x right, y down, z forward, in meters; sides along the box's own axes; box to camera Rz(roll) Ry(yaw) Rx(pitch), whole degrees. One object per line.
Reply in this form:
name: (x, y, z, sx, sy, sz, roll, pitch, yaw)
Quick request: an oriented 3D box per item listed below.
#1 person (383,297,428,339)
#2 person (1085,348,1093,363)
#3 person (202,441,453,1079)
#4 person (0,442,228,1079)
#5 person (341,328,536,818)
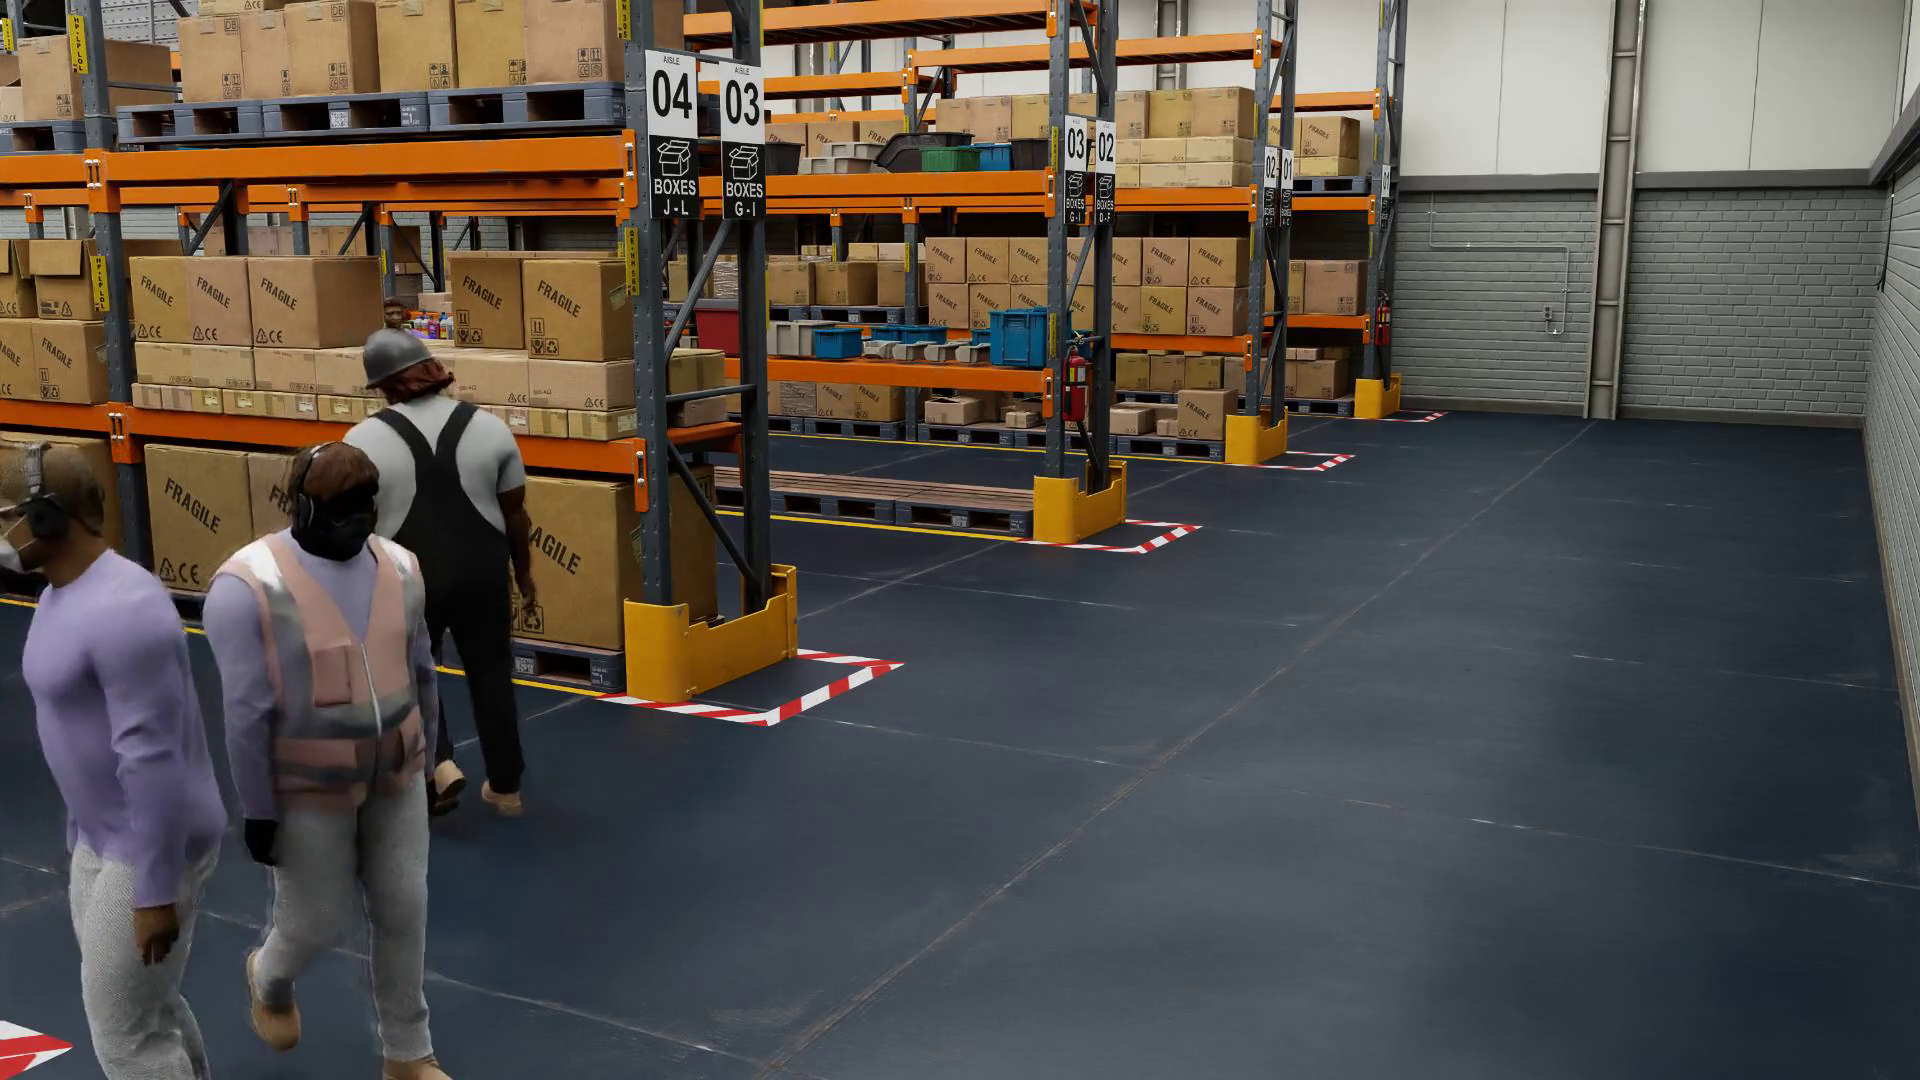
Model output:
person: (-4.757, -1.133, 14.103, 0.590, 1.833, 0.388, -6, 12, -31)
person: (1.523, -2.202, 19.755, 0.971, 1.884, 0.571, 6, 12, 31)
person: (-1.682, 0.630, 4.480, 0.626, 1.818, 0.634, 8, 13, 38)
person: (-1.924, 0.721, 3.814, 0.446, 1.908, 0.708, -9, 14, -39)
person: (-2.061, 0.130, 6.637, 0.767, 2.000, 0.585, -5, 12, -26)
